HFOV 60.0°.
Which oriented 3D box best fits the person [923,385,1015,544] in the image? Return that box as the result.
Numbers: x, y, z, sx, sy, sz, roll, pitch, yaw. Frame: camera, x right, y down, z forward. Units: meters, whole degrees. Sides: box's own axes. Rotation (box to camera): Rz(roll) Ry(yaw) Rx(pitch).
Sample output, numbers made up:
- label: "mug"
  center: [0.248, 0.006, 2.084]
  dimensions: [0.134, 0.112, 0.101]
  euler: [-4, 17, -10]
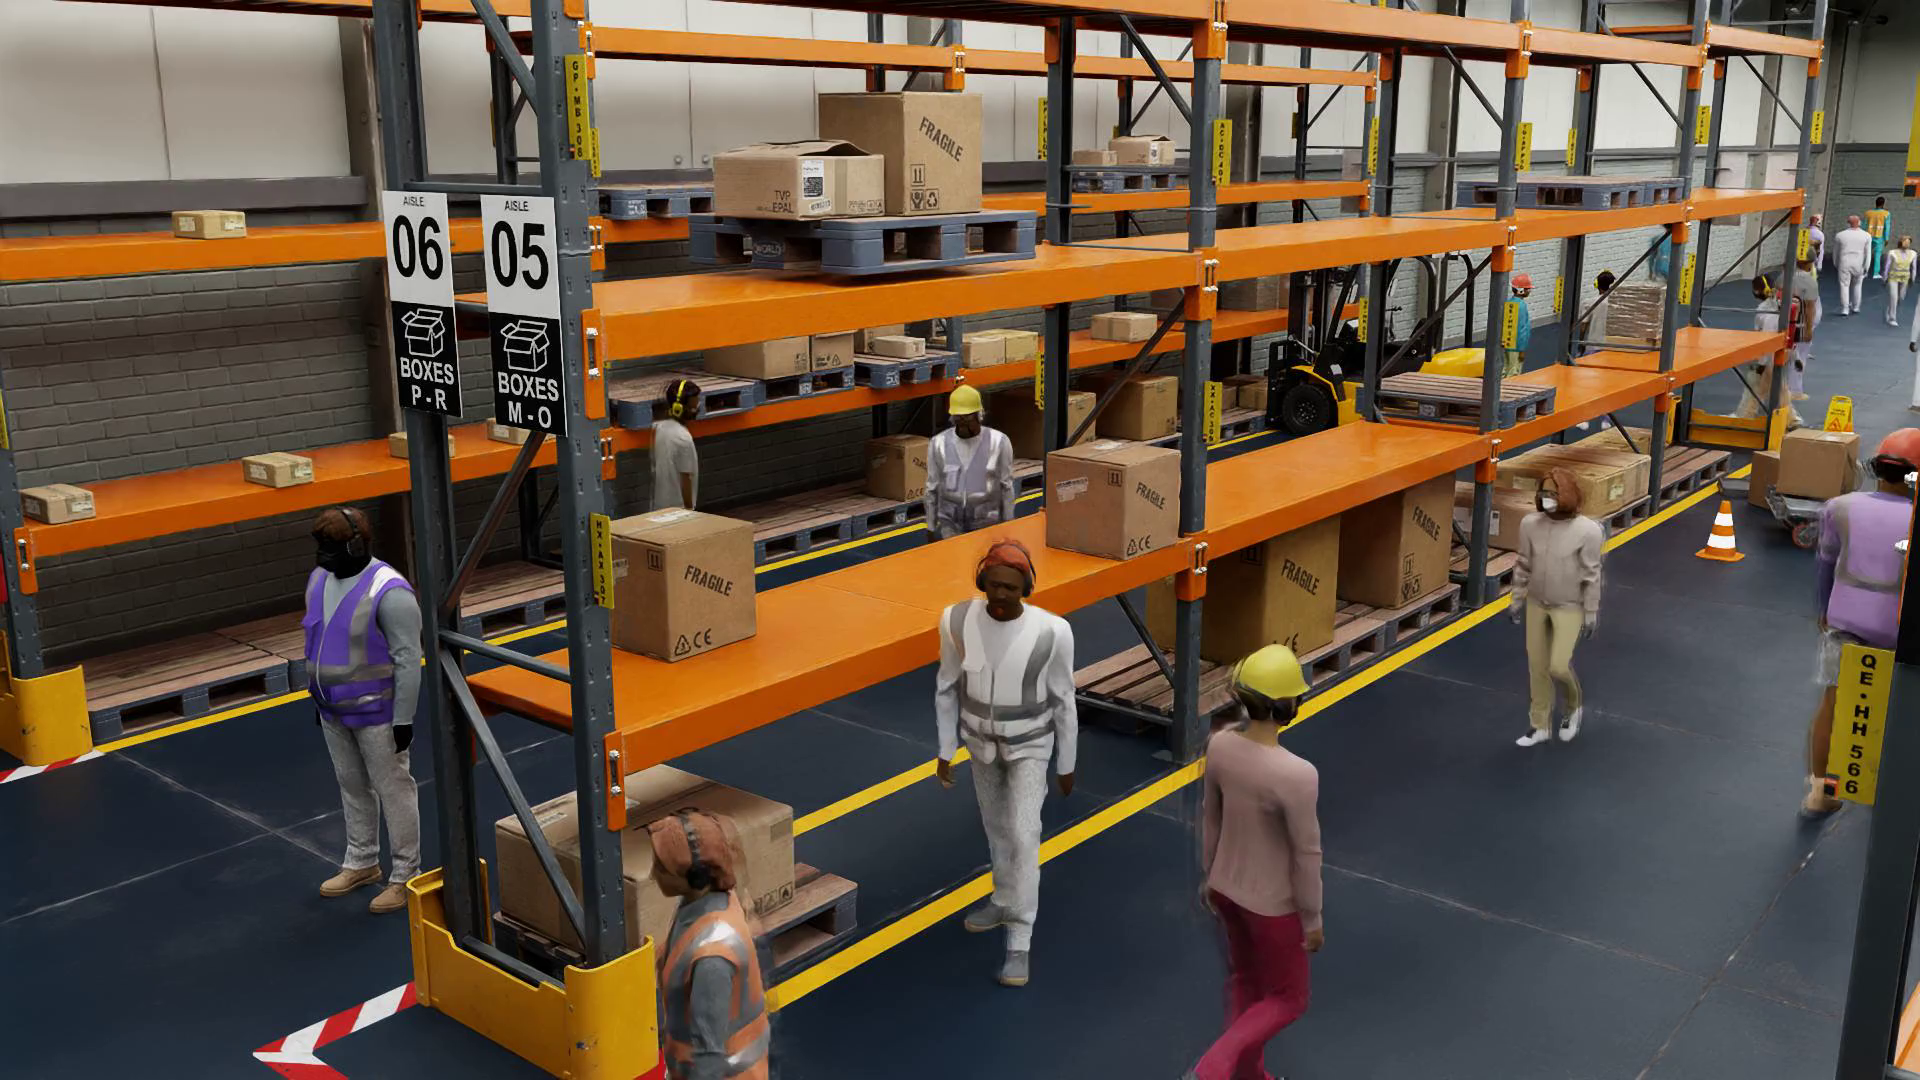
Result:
- label: "person"
  center: [0.051, -0.138, 11.090]
  dimensions: [0.612, 1.813, 0.423]
  euler: [3, 14, 10]

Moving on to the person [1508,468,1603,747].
- label: "person"
  center: [3.315, 0.394, 9.326]
  dimensions: [0.354, 1.620, 0.519]
  euler: [-11, 18, -38]

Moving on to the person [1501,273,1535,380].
- label: "person"
  center: [6.804, -2.376, 20.333]
  dimensions: [0.330, 1.750, 0.573]
  euler: [0, 14, 0]

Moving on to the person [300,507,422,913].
- label: "person"
  center: [-2.675, 0.751, 7.422]
  dimensions: [0.633, 1.841, 0.429]
  euler: [8, 16, 31]

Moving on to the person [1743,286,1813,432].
- label: "person"
  center: [9.541, -2.088, 19.261]
  dimensions: [0.871, 1.705, 0.568]
  euler: [13, 19, 43]

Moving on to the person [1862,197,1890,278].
- label: "person"
  center: [21.837, -7.211, 39.682]
  dimensions: [0.383, 1.918, 0.597]
  euler: [-13, 19, -42]

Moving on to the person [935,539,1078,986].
- label: "person"
  center: [0.197, 0.877, 6.941]
  dimensions: [0.595, 1.849, 0.677]
  euler: [6, 15, 24]

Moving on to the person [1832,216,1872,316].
- label: "person"
  center: [17.006, -5.239, 31.784]
  dimensions: [0.647, 1.853, 0.966]
  euler: [5, 15, 20]

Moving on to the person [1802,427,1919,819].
- label: "person"
  center: [4.710, 0.403, 8.536]
  dimensions: [0.612, 1.985, 1.048]
  euler: [13, 19, 42]

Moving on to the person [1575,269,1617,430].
- label: "person"
  center: [7.478, -2.216, 19.445]
  dimensions: [0.509, 1.872, 0.329]
  euler: [3, 14, 12]

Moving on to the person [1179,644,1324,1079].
- label: "person"
  center: [0.990, 1.216, 5.700]
  dimensions: [0.562, 1.752, 0.538]
  euler: [-8, 16, -29]

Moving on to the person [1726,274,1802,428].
- label: "person"
  center: [9.536, -2.223, 19.610]
  dimensions: [0.928, 1.819, 0.576]
  euler: [12, 18, 41]

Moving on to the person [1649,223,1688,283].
- label: "person"
  center: [12.688, -4.831, 29.835]
  dimensions: [0.637, 1.988, 1.026]
  euler: [9, 16, 32]

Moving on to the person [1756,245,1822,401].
- label: "person"
  center: [10.810, -2.824, 21.568]
  dimensions: [0.668, 2.000, 0.694]
  euler: [-2, 14, -7]

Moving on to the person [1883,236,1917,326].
- label: "person"
  center: [16.977, -4.708, 30.132]
  dimensions: [0.525, 1.617, 0.708]
  euler: [1, 14, 6]

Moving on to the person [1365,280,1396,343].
- label: "person"
  center: [5.483, -2.782, 21.748]
  dimensions: [0.512, 1.872, 0.328]
  euler: [-7, 15, -26]

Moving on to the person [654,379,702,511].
- label: "person"
  center: [-1.921, -0.179, 11.233]
  dimensions: [0.483, 1.846, 0.518]
  euler: [-11, 17, -37]

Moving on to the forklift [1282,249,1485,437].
- label: "forklift"
  center: [4.886, -2.214, 18.767]
  dimensions: [2.313, 2.155, 1.214]
  euler: [11, 18, 38]

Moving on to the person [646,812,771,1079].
- label: "person"
  center: [-0.751, 1.527, 4.704]
  dimensions: [0.491, 1.618, 0.541]
  euler: [-3, 14, -12]

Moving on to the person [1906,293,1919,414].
- label: "person"
  center: [12.074, -2.488, 20.547]
  dimensions: [0.577, 1.876, 0.345]
  euler: [3, 14, 11]
